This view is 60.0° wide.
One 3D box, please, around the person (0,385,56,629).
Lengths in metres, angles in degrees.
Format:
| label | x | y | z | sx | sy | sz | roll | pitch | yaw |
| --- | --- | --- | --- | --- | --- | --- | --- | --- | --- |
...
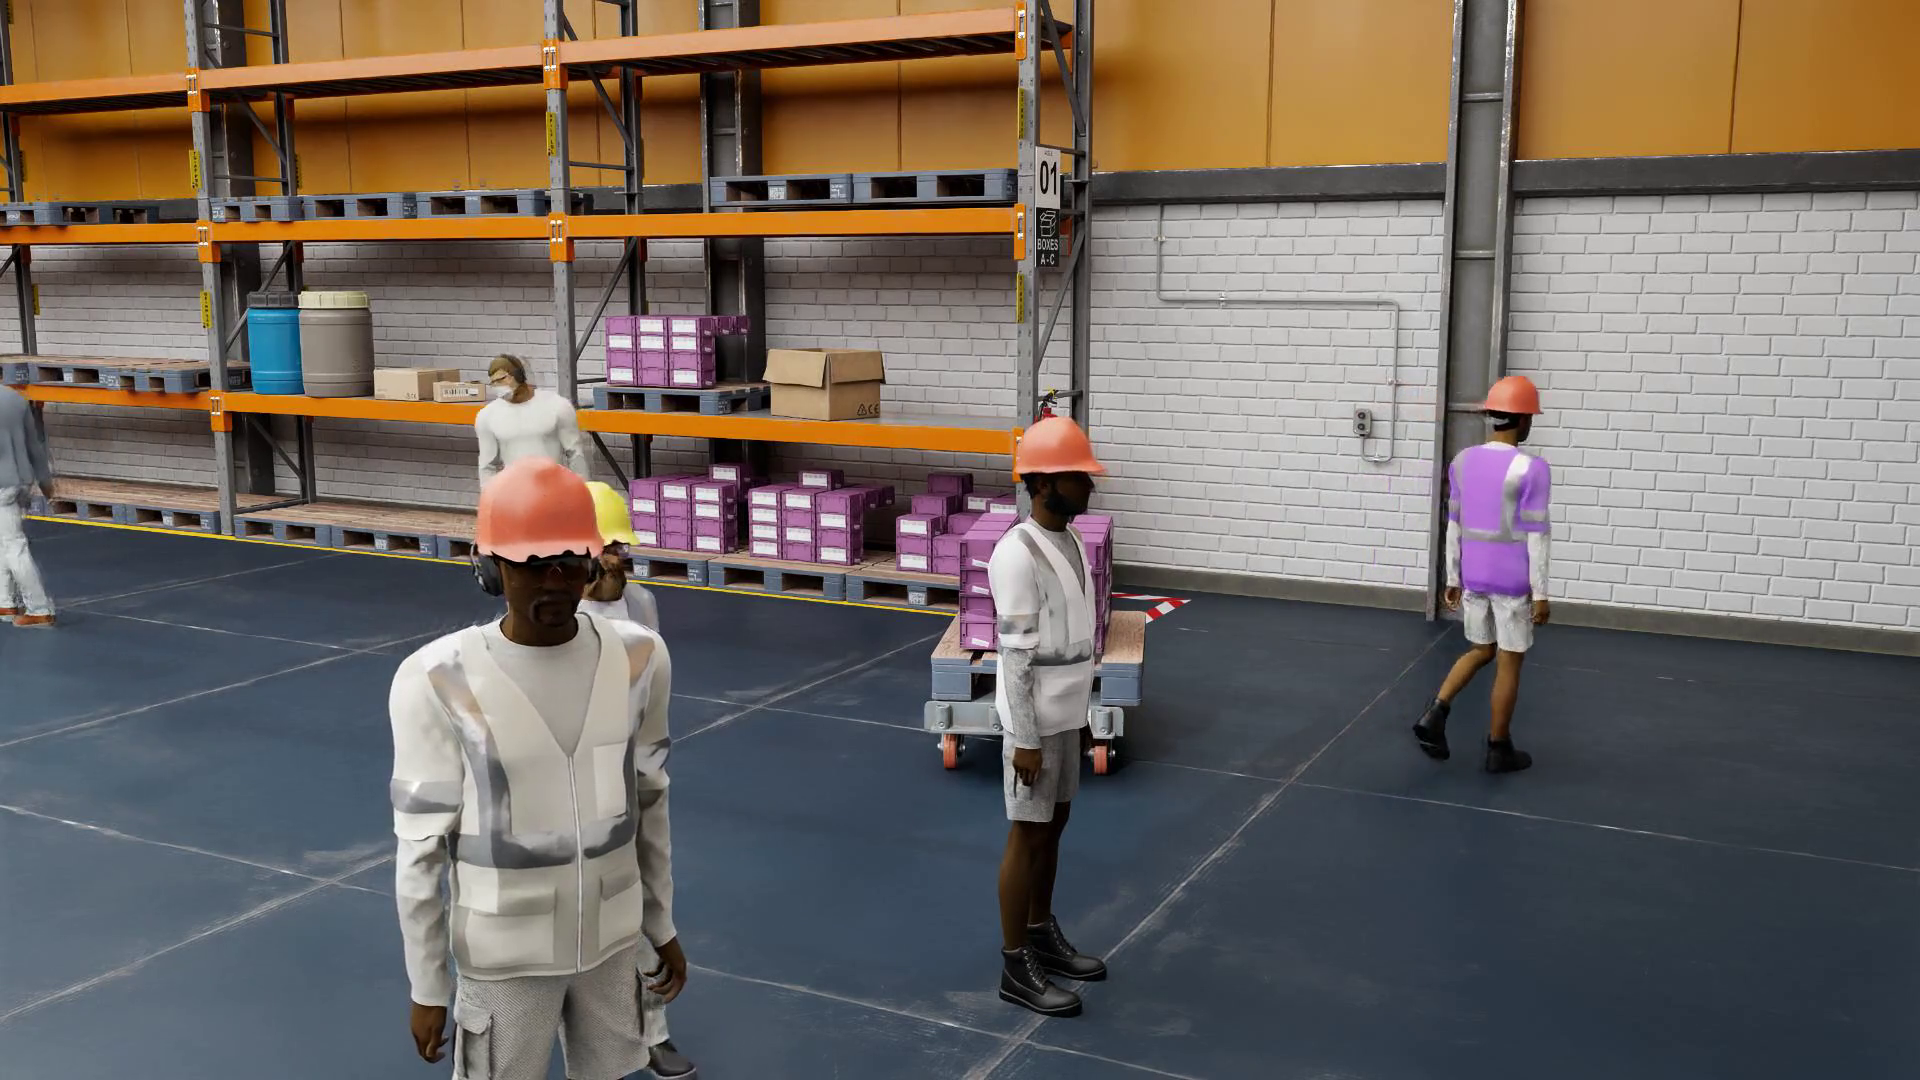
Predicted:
| label | x | y | z | sx | sy | sz | roll | pitch | yaw |
| --- | --- | --- | --- | --- | --- | --- | --- | --- | --- |
| person | -6.491 | -0.326 | 11.126 | 0.810 | 1.888 | 0.706 | 2 | 9 | 9 |

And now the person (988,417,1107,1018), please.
| label | x | y | z | sx | sy | sz | roll | pitch | yaw |
| --- | --- | --- | --- | --- | --- | --- | --- | --- | --- |
| person | 0.301 | 0.565 | 5.469 | 0.347 | 1.943 | 0.544 | 4 | 10 | 22 |

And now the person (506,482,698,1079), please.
| label | x | y | z | sx | sy | sz | roll | pitch | yaw |
| --- | --- | --- | --- | --- | --- | --- | --- | --- | --- |
| person | -1.143 | 0.712 | 4.989 | 0.735 | 1.807 | 0.596 | 7 | 11 | 35 |

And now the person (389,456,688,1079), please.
| label | x | y | z | sx | sy | sz | roll | pitch | yaw |
| --- | --- | --- | --- | --- | --- | --- | --- | --- | --- |
| person | -0.846 | 0.838 | 3.476 | 0.614 | 2.040 | 0.390 | -7 | 12 | -37 |

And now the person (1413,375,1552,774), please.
| label | x | y | z | sx | sy | sz | roll | pitch | yaw |
| --- | --- | --- | --- | --- | --- | --- | --- | --- | --- |
| person | 2.513 | 0.184 | 7.889 | 0.562 | 1.924 | 0.556 | -5 | 11 | -29 |

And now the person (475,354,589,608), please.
| label | x | y | z | sx | sy | sz | roll | pitch | yaw |
| --- | --- | --- | --- | --- | --- | --- | --- | --- | --- |
| person | -2.651 | -0.221 | 10.482 | 0.743 | 1.901 | 0.378 | -1 | 9 | -5 |
